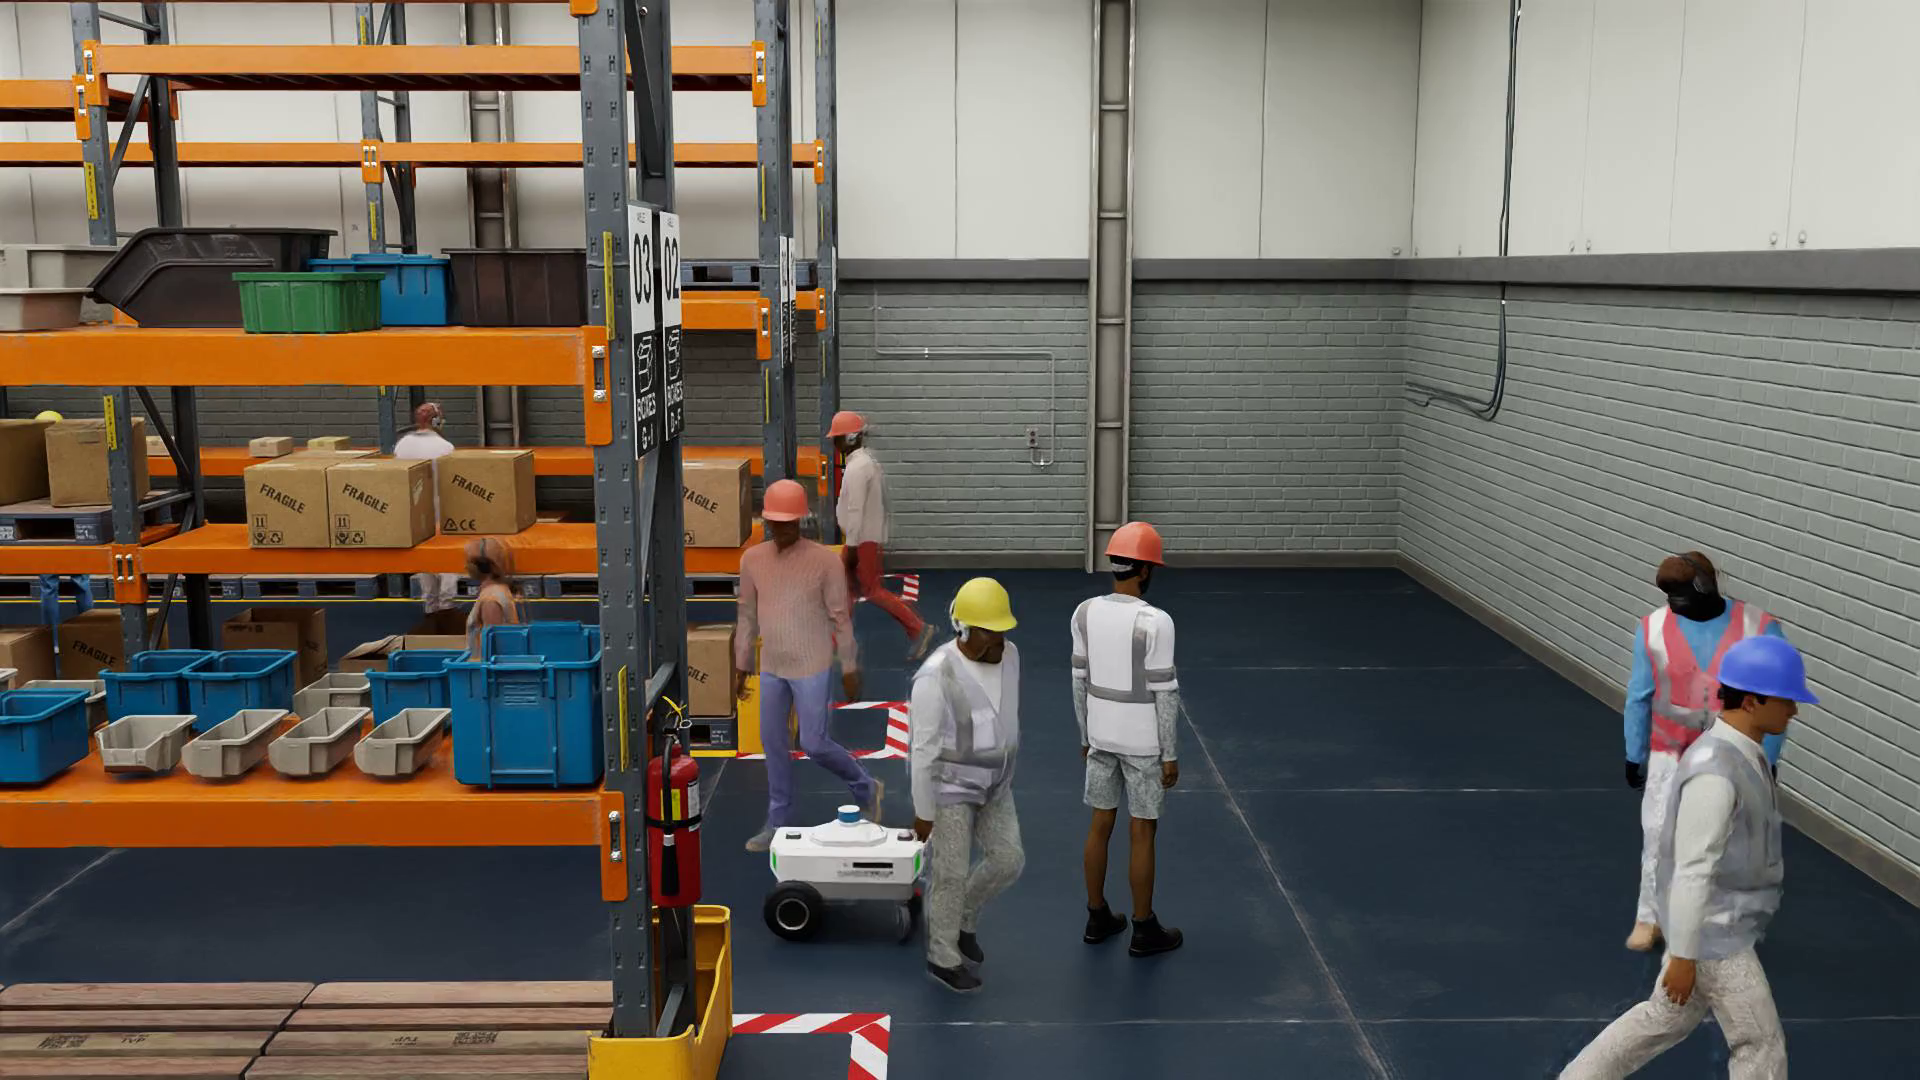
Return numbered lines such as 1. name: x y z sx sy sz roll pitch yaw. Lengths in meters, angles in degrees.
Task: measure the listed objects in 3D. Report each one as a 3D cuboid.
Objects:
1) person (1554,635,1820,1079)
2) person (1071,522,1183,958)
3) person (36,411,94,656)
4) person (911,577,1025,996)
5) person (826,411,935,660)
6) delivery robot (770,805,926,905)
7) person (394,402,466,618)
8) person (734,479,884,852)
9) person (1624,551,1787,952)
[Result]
1. person: 2.393 1.218 5.417 0.968 1.904 0.612 5 11 29
2. person: 0.754 0.878 7.385 0.542 1.929 0.368 8 12 41
3. person: -7.094 -0.052 13.088 0.585 1.929 0.370 -5 10 -27
4. person: 0.057 1.021 6.901 0.490 1.802 0.613 9 13 43
5. person: -0.692 -0.023 12.830 0.914 1.957 0.636 -1 9 -4
6. delivery robot: -0.508 1.469 7.675 0.707 0.478 0.477 0 9 2
7. person: -4.547 -0.242 14.364 0.679 1.896 0.444 4 10 23
8. person: -0.828 0.642 8.737 0.649 1.974 0.652 6 11 33
9. person: 3.264 0.952 7.330 0.657 1.814 0.434 5 10 27
